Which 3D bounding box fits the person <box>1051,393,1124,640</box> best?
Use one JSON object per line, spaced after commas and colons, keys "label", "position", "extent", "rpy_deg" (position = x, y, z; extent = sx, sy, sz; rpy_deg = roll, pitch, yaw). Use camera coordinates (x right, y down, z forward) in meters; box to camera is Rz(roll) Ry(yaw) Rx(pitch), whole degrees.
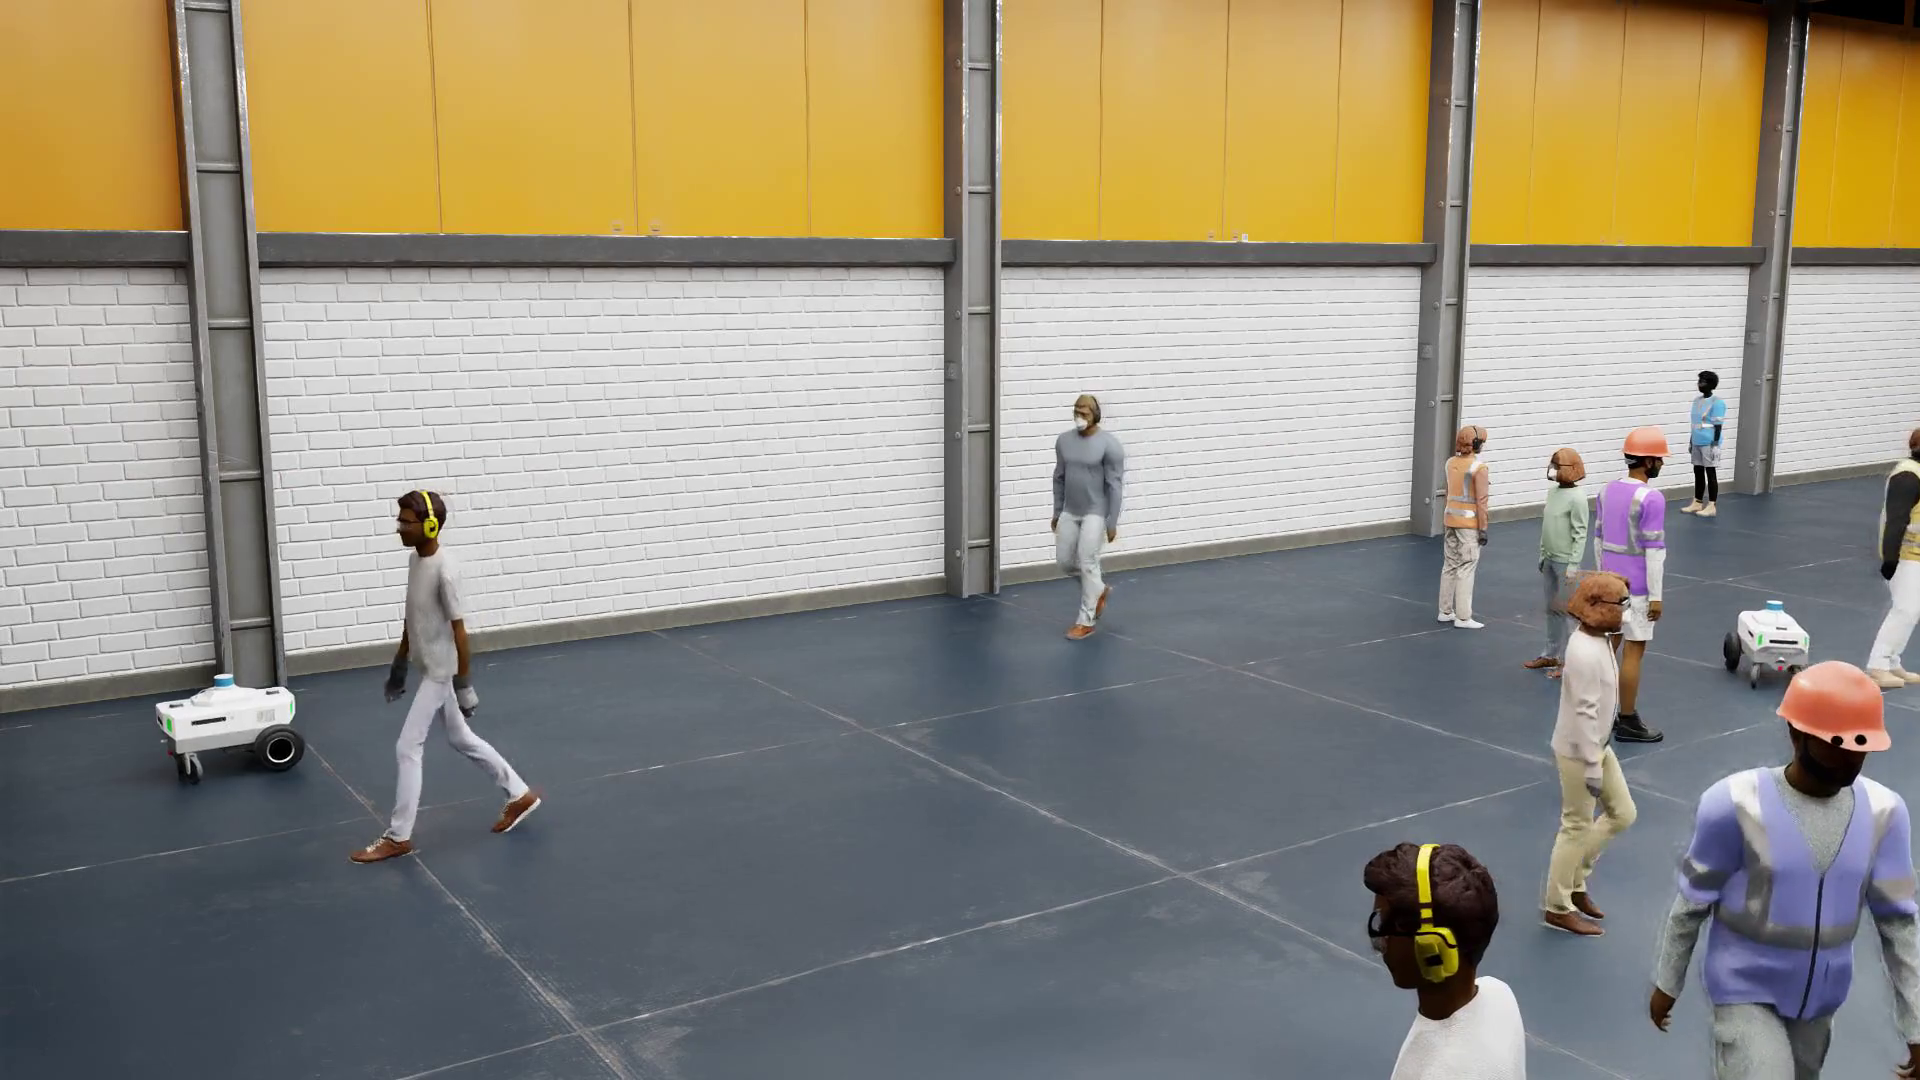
{"label": "person", "position": [1.020, -0.195, 13.040], "extent": [0.645, 1.925, 0.606], "rpy_deg": [9, 13, 42]}

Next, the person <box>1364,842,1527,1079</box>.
{"label": "person", "position": [0.885, 1.472, 3.174], "extent": [0.324, 1.865, 0.516], "rpy_deg": [4, 10, 24]}

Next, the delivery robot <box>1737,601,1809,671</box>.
{"label": "delivery robot", "position": [5.696, 0.669, 11.659], "extent": [0.477, 0.478, 0.707], "rpy_deg": [2, 10, 14]}

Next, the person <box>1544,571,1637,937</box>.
{"label": "person", "position": [2.739, 0.926, 7.192], "extent": [0.369, 1.616, 0.520], "rpy_deg": [5, 11, 29]}

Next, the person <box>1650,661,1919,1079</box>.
{"label": "person", "position": [2.276, 1.241, 4.520], "extent": [0.585, 1.875, 0.994], "rpy_deg": [0, 9, -3]}

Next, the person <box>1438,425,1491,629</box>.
{"label": "person", "position": [4.053, -0.102, 13.357], "extent": [0.313, 1.635, 0.523], "rpy_deg": [-3, 10, -18]}

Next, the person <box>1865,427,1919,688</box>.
{"label": "person", "position": [6.600, 0.121, 11.518], "extent": [0.430, 1.798, 0.706], "rpy_deg": [9, 13, 42]}

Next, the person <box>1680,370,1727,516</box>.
{"label": "person", "position": [8.655, -1.124, 19.313], "extent": [0.320, 1.697, 0.543], "rpy_deg": [-2, 10, -9]}

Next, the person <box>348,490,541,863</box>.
{"label": "person", "position": [-2.568, 0.643, 8.278], "extent": [0.953, 1.835, 0.509], "rpy_deg": [-5, 11, -30]}

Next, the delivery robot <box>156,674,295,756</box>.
{"label": "delivery robot", "position": [-4.224, 1.016, 9.573], "extent": [0.707, 0.478, 0.477], "rpy_deg": [-6, 11, -33]}

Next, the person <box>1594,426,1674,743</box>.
{"label": "person", "position": [4.135, 0.266, 10.212], "extent": [0.377, 1.936, 0.549], "rpy_deg": [-3, 10, -15]}

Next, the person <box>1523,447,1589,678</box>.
{"label": "person", "position": [4.246, 0.157, 11.777], "extent": [0.284, 1.636, 0.497], "rpy_deg": [-1, 10, -8]}
